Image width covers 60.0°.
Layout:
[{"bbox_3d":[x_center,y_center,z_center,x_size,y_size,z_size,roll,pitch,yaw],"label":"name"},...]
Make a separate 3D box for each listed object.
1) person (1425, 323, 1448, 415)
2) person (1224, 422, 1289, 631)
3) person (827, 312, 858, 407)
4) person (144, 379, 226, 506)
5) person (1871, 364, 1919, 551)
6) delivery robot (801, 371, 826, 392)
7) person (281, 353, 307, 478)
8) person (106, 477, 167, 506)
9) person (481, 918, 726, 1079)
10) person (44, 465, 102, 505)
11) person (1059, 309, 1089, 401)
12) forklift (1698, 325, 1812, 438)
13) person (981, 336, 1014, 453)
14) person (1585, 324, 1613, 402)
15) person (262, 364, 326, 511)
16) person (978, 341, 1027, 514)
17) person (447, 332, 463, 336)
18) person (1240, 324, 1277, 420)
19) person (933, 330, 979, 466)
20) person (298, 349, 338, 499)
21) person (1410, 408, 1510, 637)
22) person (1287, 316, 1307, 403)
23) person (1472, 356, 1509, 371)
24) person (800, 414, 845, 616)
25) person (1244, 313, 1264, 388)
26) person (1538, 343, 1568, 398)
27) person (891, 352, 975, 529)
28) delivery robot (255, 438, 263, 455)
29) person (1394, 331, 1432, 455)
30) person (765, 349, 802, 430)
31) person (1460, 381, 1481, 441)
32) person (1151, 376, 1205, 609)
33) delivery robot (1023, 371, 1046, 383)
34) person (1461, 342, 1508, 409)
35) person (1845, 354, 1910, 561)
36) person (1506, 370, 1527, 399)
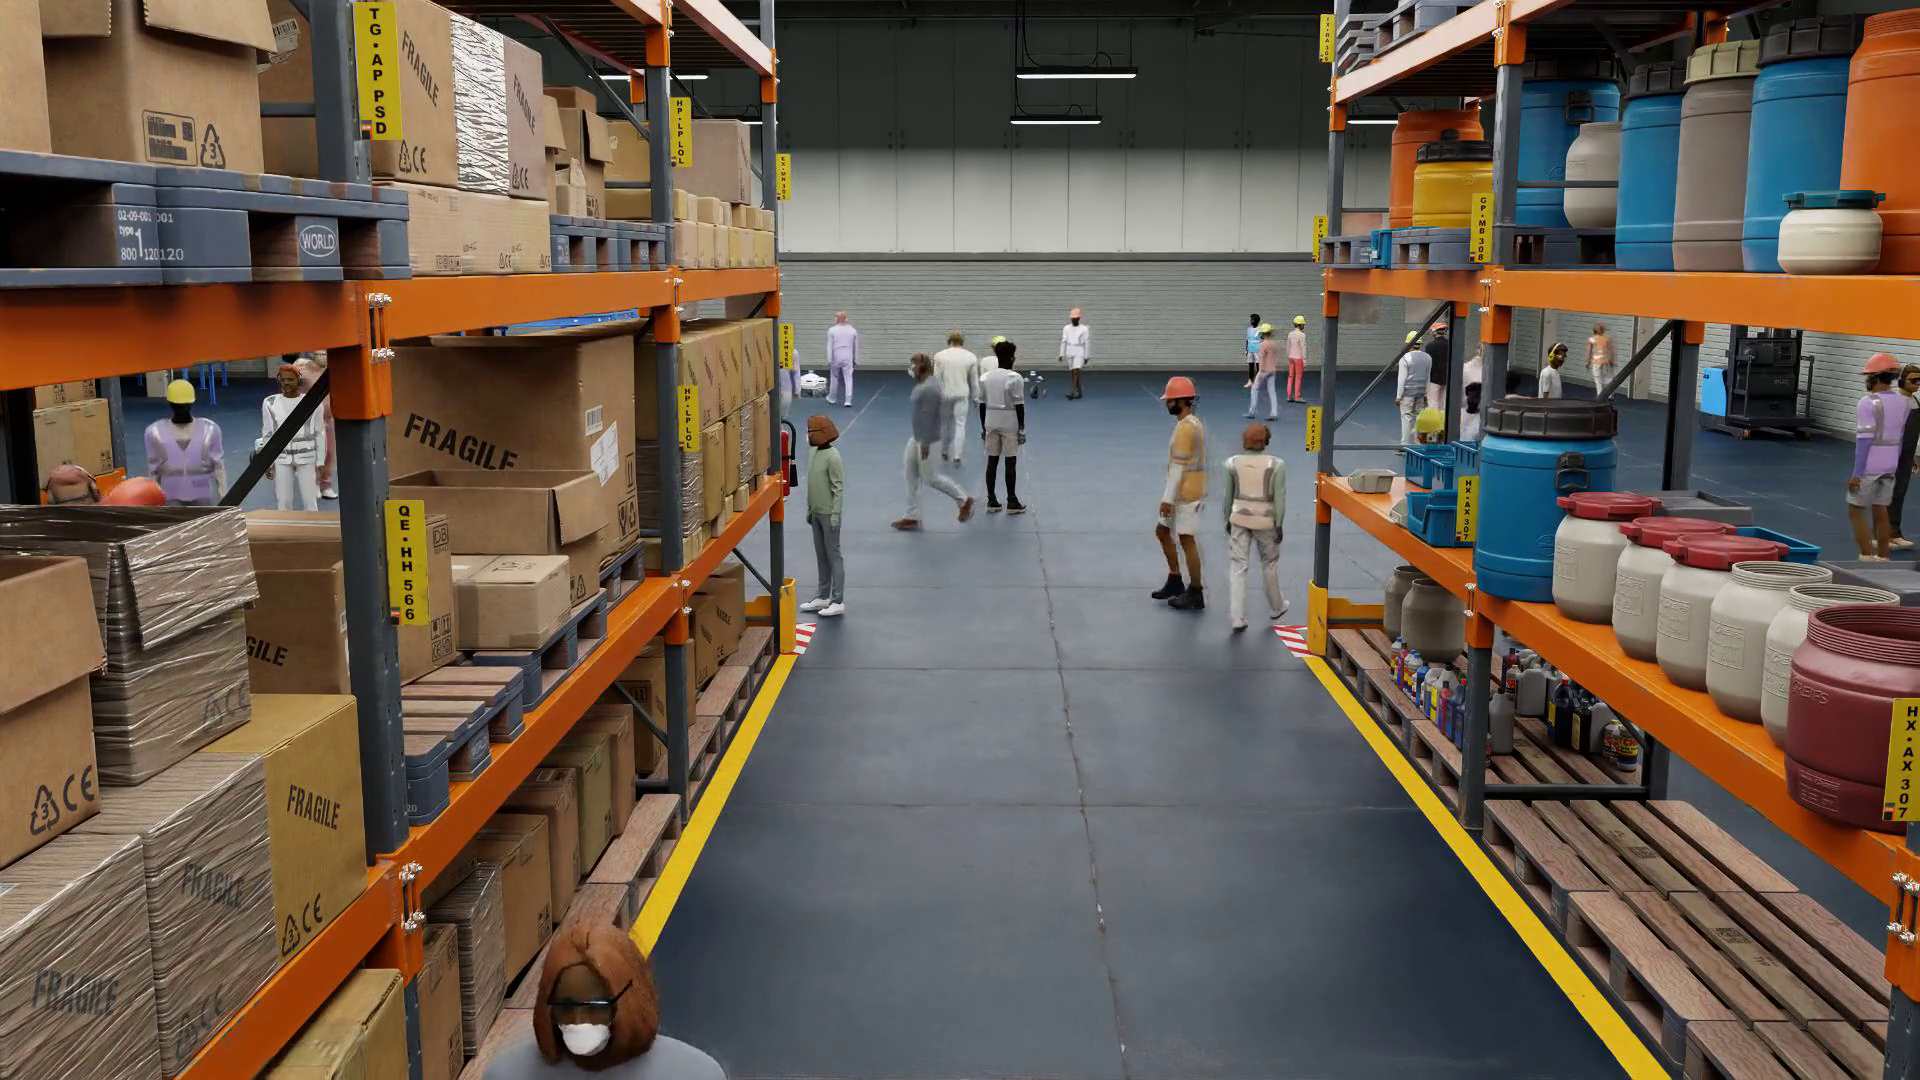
[{"bbox_3d":[7.465,-2.473,26.003,0.618,1.990,0.394,-5,11,-30],"label":"person"},{"bbox_3d":[2.334,-0.123,13.072,0.529,1.602,0.745,5,11,28],"label":"person"},{"bbox_3d":[-2.369,-3.597,33.137,0.677,1.851,0.993,-4,10,-22],"label":"person"},{"bbox_3d":[-6.385,-0.384,13.753,0.587,1.911,0.518,-4,10,-24],"label":"person"},{"bbox_3d":[9.354,-0.822,16.551,0.504,1.847,0.345,-5,11,-28],"label":"person"},{"bbox_3d":[-3.191,-3.381,35.587,0.707,0.478,0.477,9,13,43],"label":"delivery robot"},{"bbox_3d":[-8.763,-1.746,22.199,0.517,1.808,0.710,-7,12,-36],"label":"person"},{"bbox_3d":[-3.617,0.667,7.430,0.549,1.904,0.733,2,10,14],"label":"person"},{"bbox_3d":[-0.708,1.501,3.394,0.517,1.596,0.842,1,10,5],"label":"person"},{"bbox_3d":[-4.440,0.516,8.506,0.881,1.857,0.672,8,13,41],"label":"person"},{"bbox_3d":[2.389,-3.875,34.750,0.550,1.887,1.011,5,11,29],"label":"person"},{"bbox_3d":[13.248,-3.165,27.620,1.129,2.768,1.873,0,9,1],"label":"forklift"},{"bbox_3d":[0.623,-2.192,25.020,0.552,1.743,0.667,5,11,28],"label":"person"},{"bbox_3d":[12.979,-3.582,33.782,0.526,1.607,0.399,-1,10,-7],"label":"person"},{"bbox_3d":[-6.414,-0.754,16.037,0.573,1.883,0.356,-2,10,-13],"label":"person"},{"bbox_3d":[0.494,-1.295,19.040,0.602,1.961,0.371,7,12,36],"label":"person"},{"bbox_3d":[-13.230,-5.428,43.684,0.536,2.000,0.676,8,12,39],"label":"person"},{"bbox_3d":[5.462,-3.048,30.178,0.773,1.733,0.557,8,13,41],"label":"person"},{"bbox_3d":[-0.069,-2.024,23.603,0.662,1.890,0.985,-1,10,-5],"label":"person"},{"bbox_3d":[-7.675,-1.429,20.040,0.435,1.890,0.683,6,11,32],"label":"person"},{"bbox_3d":[3.805,-0.123,12.636,0.969,1.772,0.610,7,12,35],"label":"person"},{"bbox_3d":[6.900,-3.691,33.979,0.310,1.768,0.533,-5,11,-28],"label":"person"},{"bbox_3d":[7.246,-1.902,22.745,0.545,1.938,0.356,8,12,39],"label":"person"},{"bbox_3d":[-1.108,-0.209,13.515,0.286,1.631,0.500,-5,11,-29],"label":"person"},{"bbox_3d":[6.693,-4.288,37.744,0.319,1.698,0.538,-7,12,-36],"label":"person"},{"bbox_3d":[7.307,-1.501,20.570,0.334,1.865,0.521,6,11,30],"label":"person"},{"bbox_3d":[-0.302,-1.071,17.864,0.821,1.908,0.630,-3,10,-18],"label":"person"},{"bbox_3d":[-9.659,-1.353,23.438,0.477,0.478,0.707,-1,10,-5],"label":"delivery robot"},{"bbox_3d":[6.720,-2.184,24.747,0.600,1.831,0.404,-5,11,-27],"label":"person"},{"bbox_3d":[-2.739,-2.274,25.175,0.638,1.888,1.061,-2,10,-14],"label":"person"},{"bbox_3d":[5.229,-0.807,16.995,0.849,1.663,0.527,-9,13,-43],"label":"person"},{"bbox_3d":[1.781,-0.388,13.762,0.602,1.917,0.548,2,10,10],"label":"person"},{"bbox_3d":[1.549,-3.463,35.302,0.335,0.223,0.699,7,12,38],"label":"delivery robot"},{"bbox_3d":[6.547,-1.568,20.862,0.663,1.894,0.515,0,9,-1],"label":"person"},{"bbox_3d":[8.224,-0.651,15.015,0.647,2.031,0.448,-5,11,-25],"label":"person"},{"bbox_3d":[6.080,-1.049,18.458,0.546,1.654,0.846,-1,10,-5],"label":"person"}]
